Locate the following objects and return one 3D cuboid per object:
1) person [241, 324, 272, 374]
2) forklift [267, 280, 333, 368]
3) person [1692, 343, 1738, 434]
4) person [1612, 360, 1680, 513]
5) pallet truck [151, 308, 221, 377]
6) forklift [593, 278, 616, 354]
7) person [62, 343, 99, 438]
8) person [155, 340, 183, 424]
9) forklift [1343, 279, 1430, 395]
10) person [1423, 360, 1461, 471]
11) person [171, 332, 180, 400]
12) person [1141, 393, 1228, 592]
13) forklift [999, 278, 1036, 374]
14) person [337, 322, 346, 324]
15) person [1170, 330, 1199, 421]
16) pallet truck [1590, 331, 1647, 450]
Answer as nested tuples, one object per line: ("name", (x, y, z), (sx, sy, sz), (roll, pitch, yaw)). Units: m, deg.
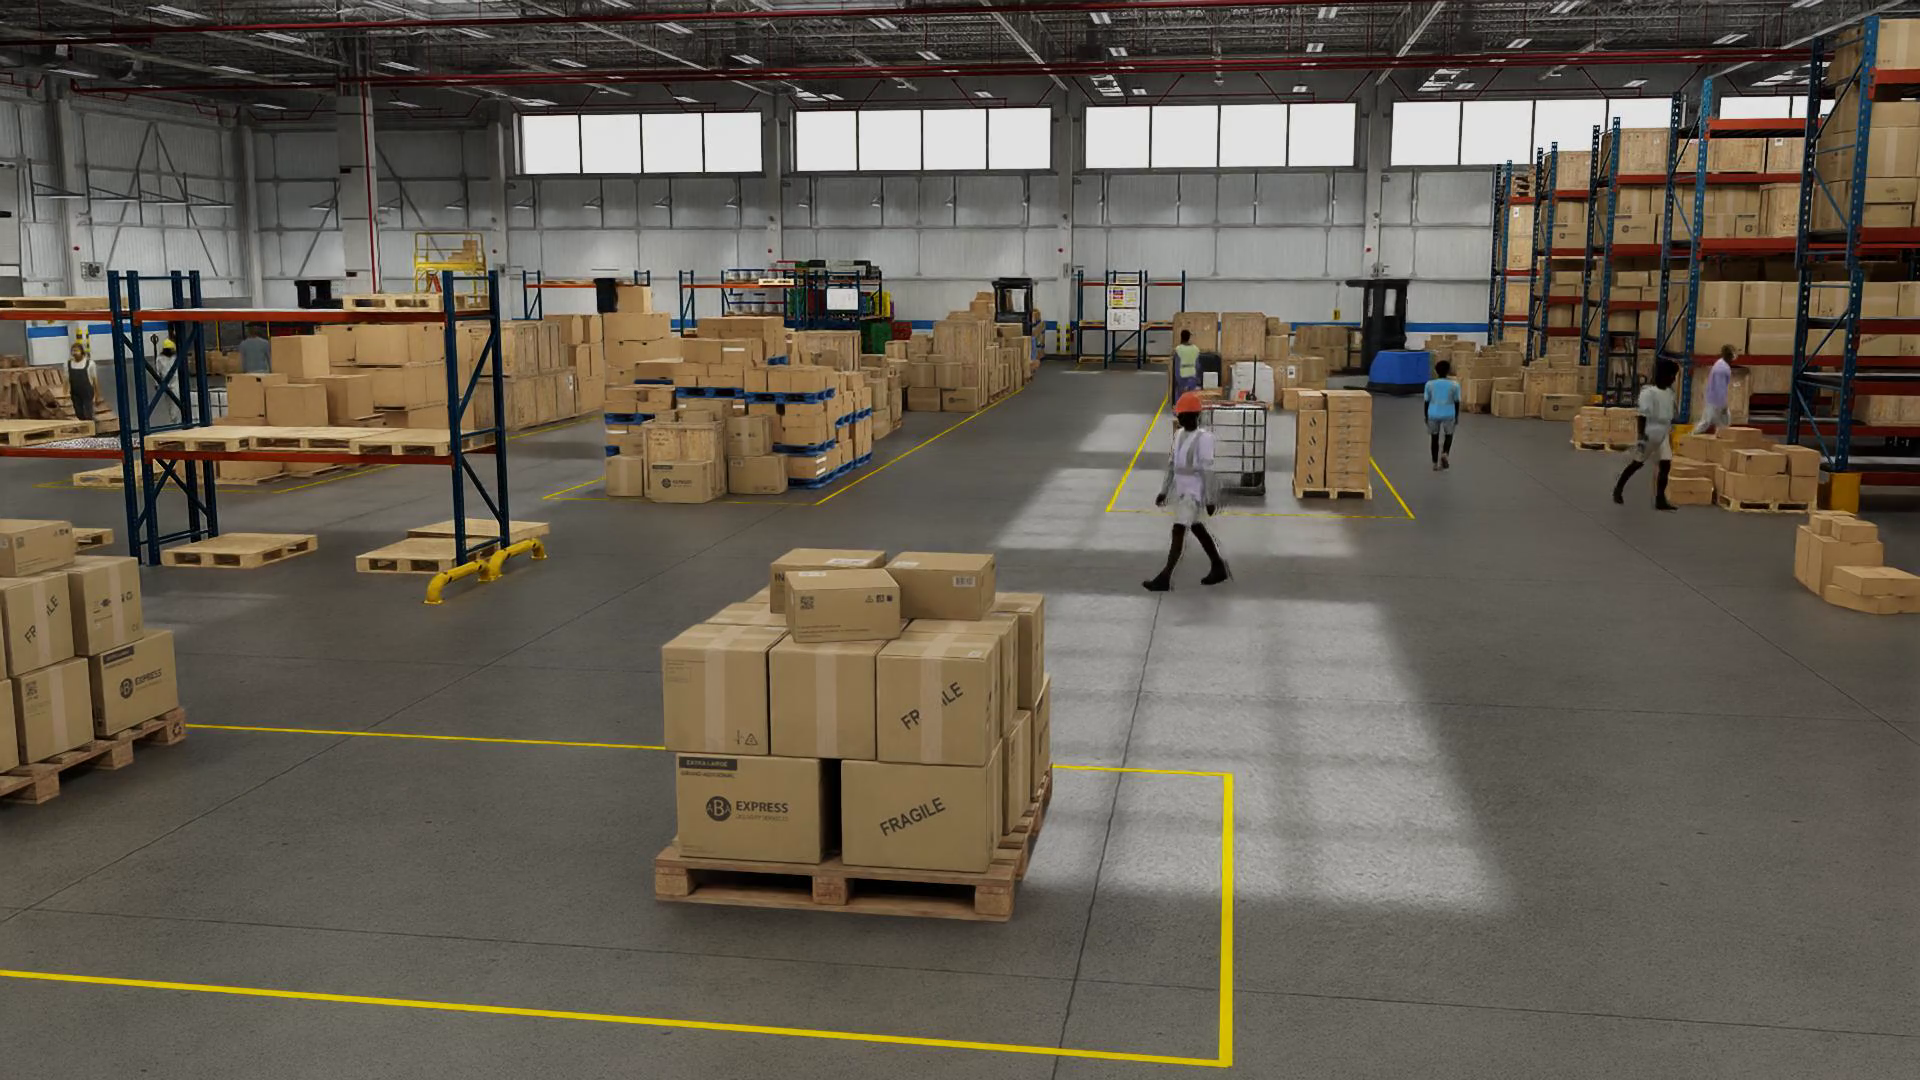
("person", (-14.678, -3.544, 34.745), (0.632, 1.924, 0.671), (-1, 9, -7))
("forklift", (-13.914, -4.220, 35.940), (1.873, 2.768, 1.129), (1, 9, 9))
("person", (12.095, -2.179, 26.434), (1.036, 1.875, 0.636), (6, 11, 31))
("person", (8.755, -1.341, 21.138), (0.649, 1.914, 0.967), (-4, 10, -26))
("pallet truck", (-21.869, -5.598, 47.154), (0.823, 1.965, 1.885), (4, 10, 26))
("forklift", (-9.667, -5.753, 45.399), (1.873, 2.768, 1.129), (0, 9, 3))
("person", (-14.774, -2.388, 27.900), (0.505, 1.814, 0.786), (-1, 9, -9))
("person", (-15.246, -3.025, 32.153), (0.492, 1.714, 0.791), (-1, 9, -9))
("forklift", (10.497, -4.988, 40.680), (1.129, 2.768, 1.873), (-6, 11, -31))
("person", (7.283, -1.885, 25.184), (0.551, 1.685, 0.366), (3, 10, 18))
("person", (-17.880, -3.947, 38.071), (0.519, 1.640, 0.307), (6, 11, 32))
("person", (2.197, -0.462, 15.853), (1.010, 1.891, 0.549), (-3, 10, -20))
("forklift", (1.597, -6.199, 48.145), (1.129, 2.768, 1.873), (1, 9, 9))
("person", (-18.844, -6.119, 50.622), (0.420, 1.913, 0.587), (-3, 10, -18))
("person", (4.516, -3.237, 33.006), (0.606, 1.874, 0.991), (-4, 10, -22))
("pallet truck", (11.253, -2.573, 28.499), (0.823, 1.965, 1.885), (5, 10, 27))
